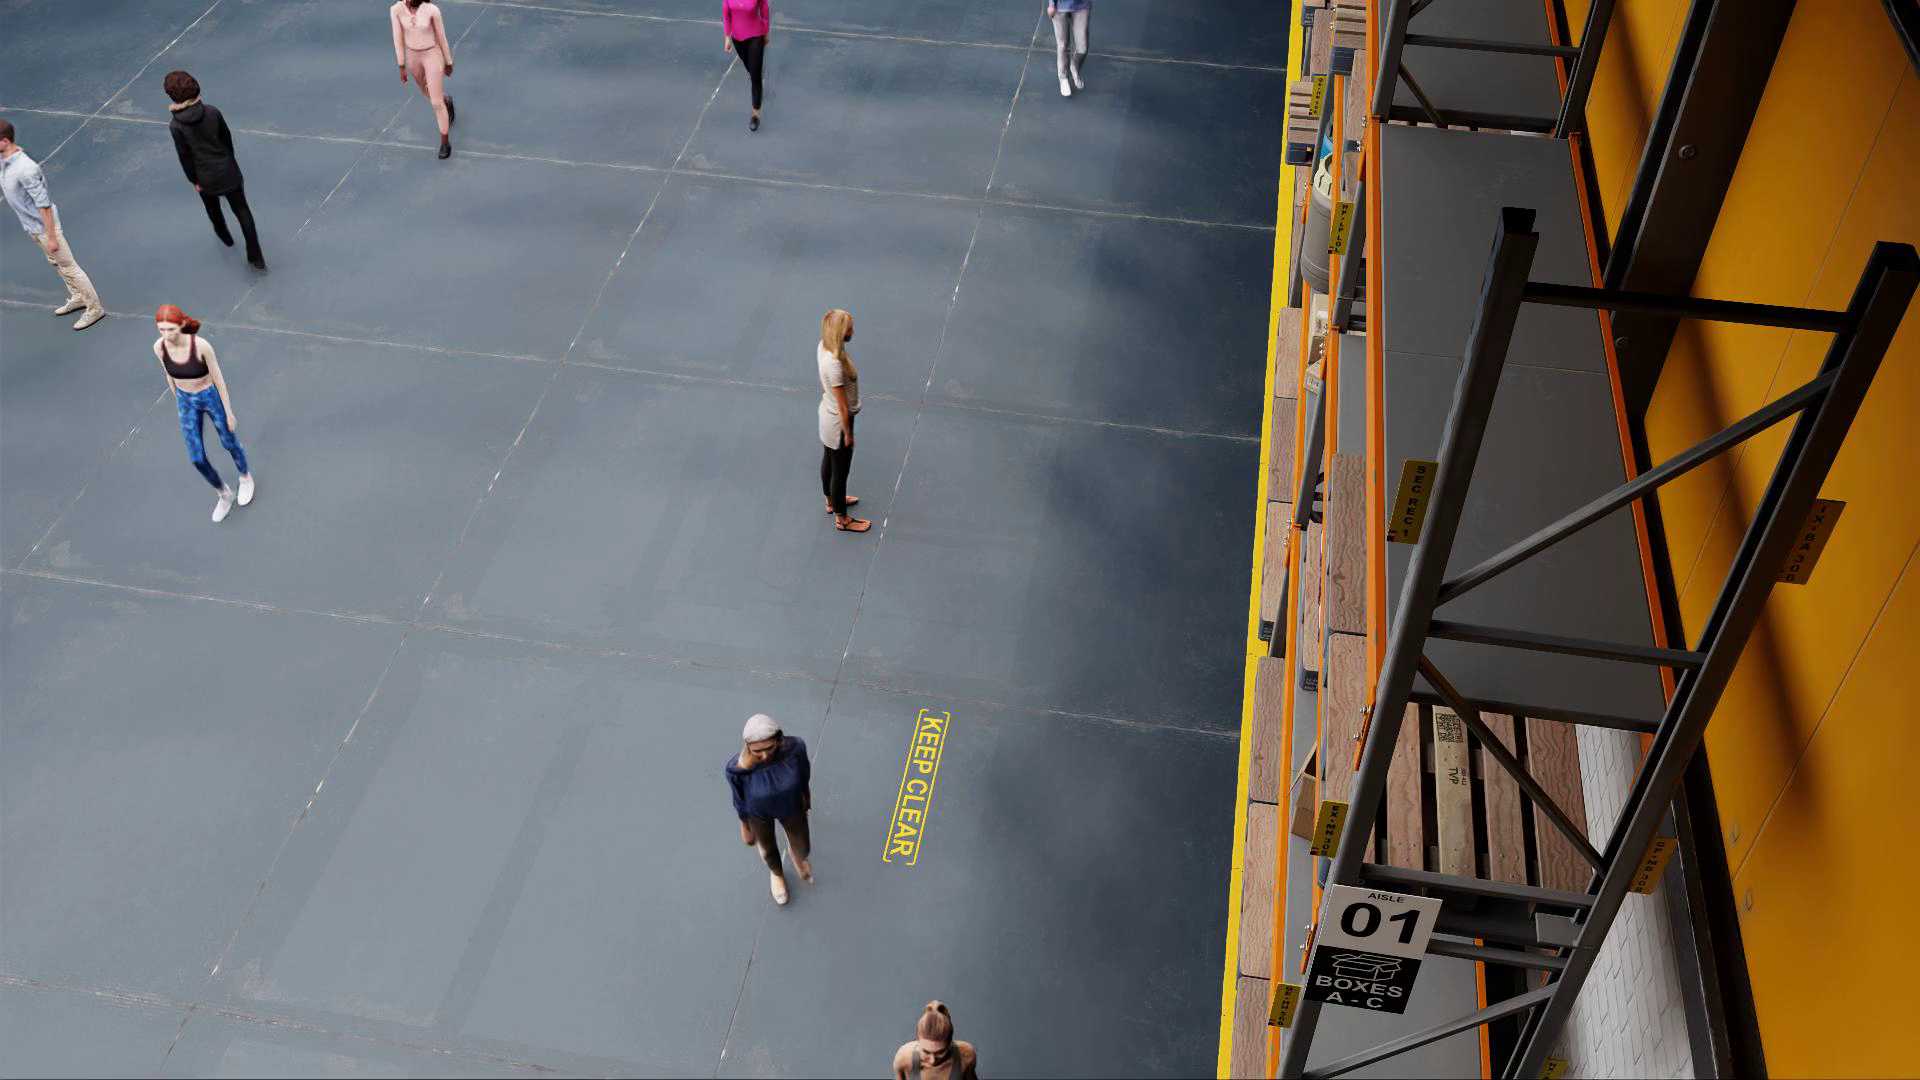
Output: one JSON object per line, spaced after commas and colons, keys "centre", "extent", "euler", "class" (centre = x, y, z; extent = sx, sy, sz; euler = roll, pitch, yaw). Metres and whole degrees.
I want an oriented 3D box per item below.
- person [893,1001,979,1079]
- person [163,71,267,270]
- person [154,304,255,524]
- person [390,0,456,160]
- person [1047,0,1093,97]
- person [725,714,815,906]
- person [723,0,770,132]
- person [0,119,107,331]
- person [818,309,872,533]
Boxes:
{"centre": [-0.117, 2.683, 8.021], "extent": [0.601, 1.694, 0.651], "euler": [1, 44, 1], "class": "person"}
{"centre": [-6.240, -3.074, 14.031], "extent": [1.062, 1.740, 1.144], "euler": [-25, 49, -24], "class": "person"}
{"centre": [-5.326, -0.979, 11.819], "extent": [0.660, 1.768, 0.765], "euler": [-2, 44, -2], "class": "person"}
{"centre": [-4.978, -4.492, 15.553], "extent": [0.716, 1.693, 1.137], "euler": [2, 44, 2], "class": "person"}
{"centre": [1.072, -5.290, 16.257], "extent": [0.722, 1.877, 0.712], "euler": [-4, 44, -4], "class": "person"}
{"centre": [-1.067, 1.452, 9.332], "extent": [0.759, 1.678, 0.800], "euler": [-16, 46, -16], "class": "person"}
{"centre": [-2.028, -4.883, 15.995], "extent": [0.576, 1.660, 1.125], "euler": [6, 44, 6], "class": "person"}
{"centre": [-7.400, -2.560, 13.413], "extent": [0.729, 1.847, 0.734], "euler": [33, 53, 30], "class": "person"}
{"centre": [-0.867, -0.837, 11.622], "extent": [0.746, 1.823, 0.625], "euler": [-13, 45, -13], "class": "person"}
